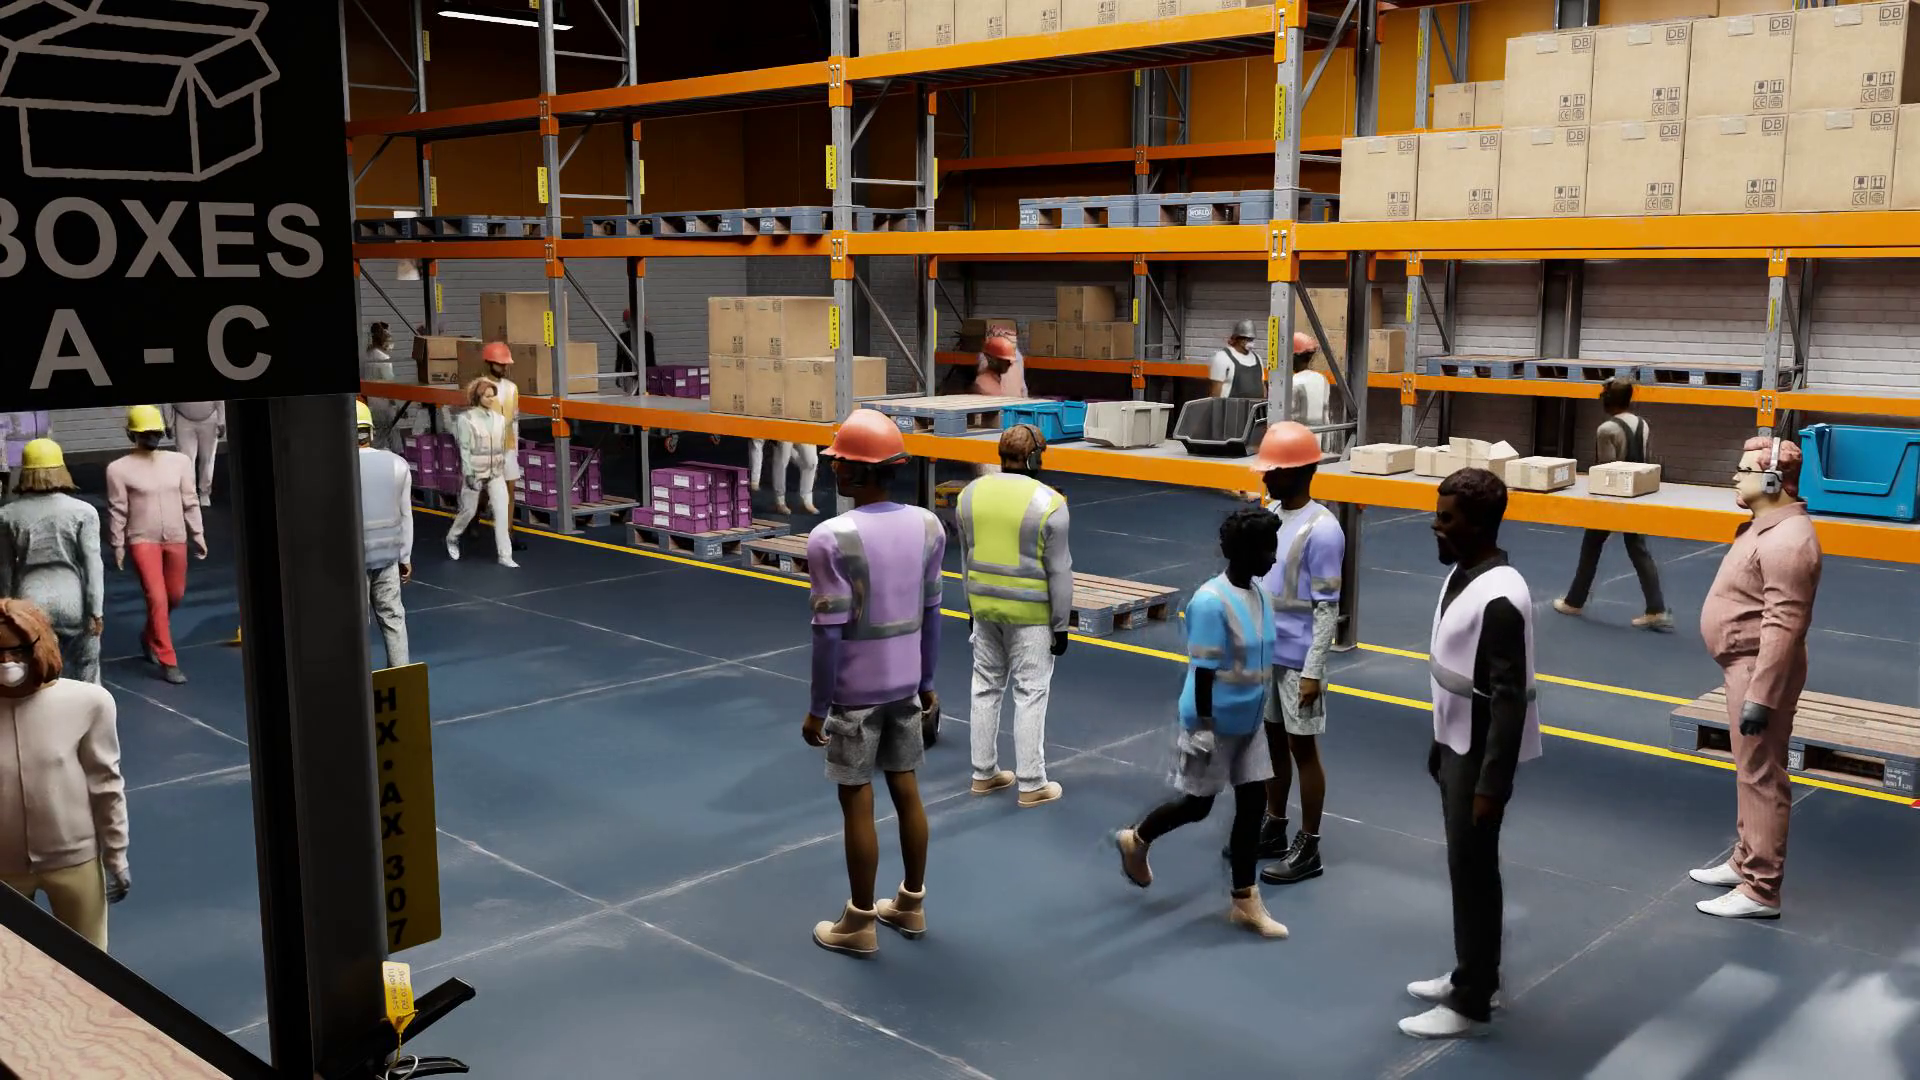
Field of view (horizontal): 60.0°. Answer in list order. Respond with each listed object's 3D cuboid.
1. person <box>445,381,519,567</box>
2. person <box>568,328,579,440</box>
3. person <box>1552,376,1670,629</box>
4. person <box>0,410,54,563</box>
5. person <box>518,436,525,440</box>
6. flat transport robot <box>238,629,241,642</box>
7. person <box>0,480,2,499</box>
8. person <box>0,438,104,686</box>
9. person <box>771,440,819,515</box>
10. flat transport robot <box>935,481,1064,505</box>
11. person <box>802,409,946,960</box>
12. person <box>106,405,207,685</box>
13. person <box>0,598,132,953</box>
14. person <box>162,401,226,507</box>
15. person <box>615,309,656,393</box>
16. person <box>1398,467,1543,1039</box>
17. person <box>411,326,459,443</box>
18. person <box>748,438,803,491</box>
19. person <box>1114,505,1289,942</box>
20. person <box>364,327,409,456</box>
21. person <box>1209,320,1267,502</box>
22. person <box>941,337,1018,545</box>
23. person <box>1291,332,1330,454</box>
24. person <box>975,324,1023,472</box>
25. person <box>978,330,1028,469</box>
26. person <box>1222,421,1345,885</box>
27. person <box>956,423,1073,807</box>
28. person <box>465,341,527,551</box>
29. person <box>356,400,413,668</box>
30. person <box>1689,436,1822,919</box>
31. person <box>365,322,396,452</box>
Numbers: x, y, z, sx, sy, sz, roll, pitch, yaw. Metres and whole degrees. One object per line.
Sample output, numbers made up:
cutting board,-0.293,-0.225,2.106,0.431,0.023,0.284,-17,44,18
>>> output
person,-4.164,-0.579,14.380,0.768,1.613,0.503,8,12,40
person,-5.920,-2.410,25.026,0.584,1.797,0.956,-1,9,-6
person,4.746,-0.272,11.941,0.511,1.806,0.953,-4,10,-25
person,-8.047,-0.708,14.351,0.941,1.878,0.625,3,10,20
person,-6.752,-2.280,24.724,0.512,1.639,0.311,4,10,23
flat transport robot,-4.763,0.479,11.987,0.652,0.197,1.431,-3,10,-16
person,-9.325,-0.878,16.295,0.870,1.587,0.515,5,10,27
person,-4.592,0.337,8.452,0.495,1.697,0.865,-3,10,-20
person,-1.679,-1.137,17.199,0.684,1.804,0.738,-7,12,-38
flat transport robot,0.348,-0.492,17.941,1.431,0.197,0.652,3,10,19
person,-0.334,0.534,6.212,0.614,2.047,0.357,-9,13,-43
person,-5.075,-0.003,10.464,0.804,1.735,0.523,8,12,39
person,-2.700,0.965,4.862,0.502,1.627,0.270,-5,10,-26
person,-8.070,-1.229,17.599,0.642,1.854,0.971,-5,10,-27
person,-4.900,-2.545,25.381,0.668,1.959,0.696,-7,11,-36
person,1.727,0.708,5.561,0.383,1.916,0.598,1,9,5
person,-6.786,-1.826,21.361,0.577,1.830,1.000,7,12,38
person,-2.140,-1.445,19.122,0.880,1.808,0.640,4,10,25
person,0.966,0.676,6.484,0.726,1.672,0.537,8,12,42
person,-6.956,-1.593,19.851,1.097,1.881,0.621,-6,11,-32
person,3.161,-1.456,18.438,0.700,2.000,0.840,-6,11,-35
person,0.221,-0.862,15.066,0.617,1.961,0.624,3,10,19
person,2.883,-0.815,14.635,0.928,2.002,0.641,9,13,44
person,0.444,-1.689,20.323,0.642,1.894,0.423,-8,12,-39
person,0.572,-1.377,18.449,0.877,1.869,0.677,8,12,41
person,1.359,0.467,6.975,0.362,1.935,0.545,-4,10,-21
person,0.278,0.357,7.980,0.619,1.836,0.431,6,11,34
person,-4.246,-0.852,15.111,0.601,1.916,0.542,7,12,37
person,-3.416,0.105,9.515,0.403,1.827,0.601,8,12,40
person,3.145,0.542,6.597,0.407,1.910,0.640,4,10,21
person,-7.756,-2.019,22.479,0.655,1.846,0.552,-7,12,-38
